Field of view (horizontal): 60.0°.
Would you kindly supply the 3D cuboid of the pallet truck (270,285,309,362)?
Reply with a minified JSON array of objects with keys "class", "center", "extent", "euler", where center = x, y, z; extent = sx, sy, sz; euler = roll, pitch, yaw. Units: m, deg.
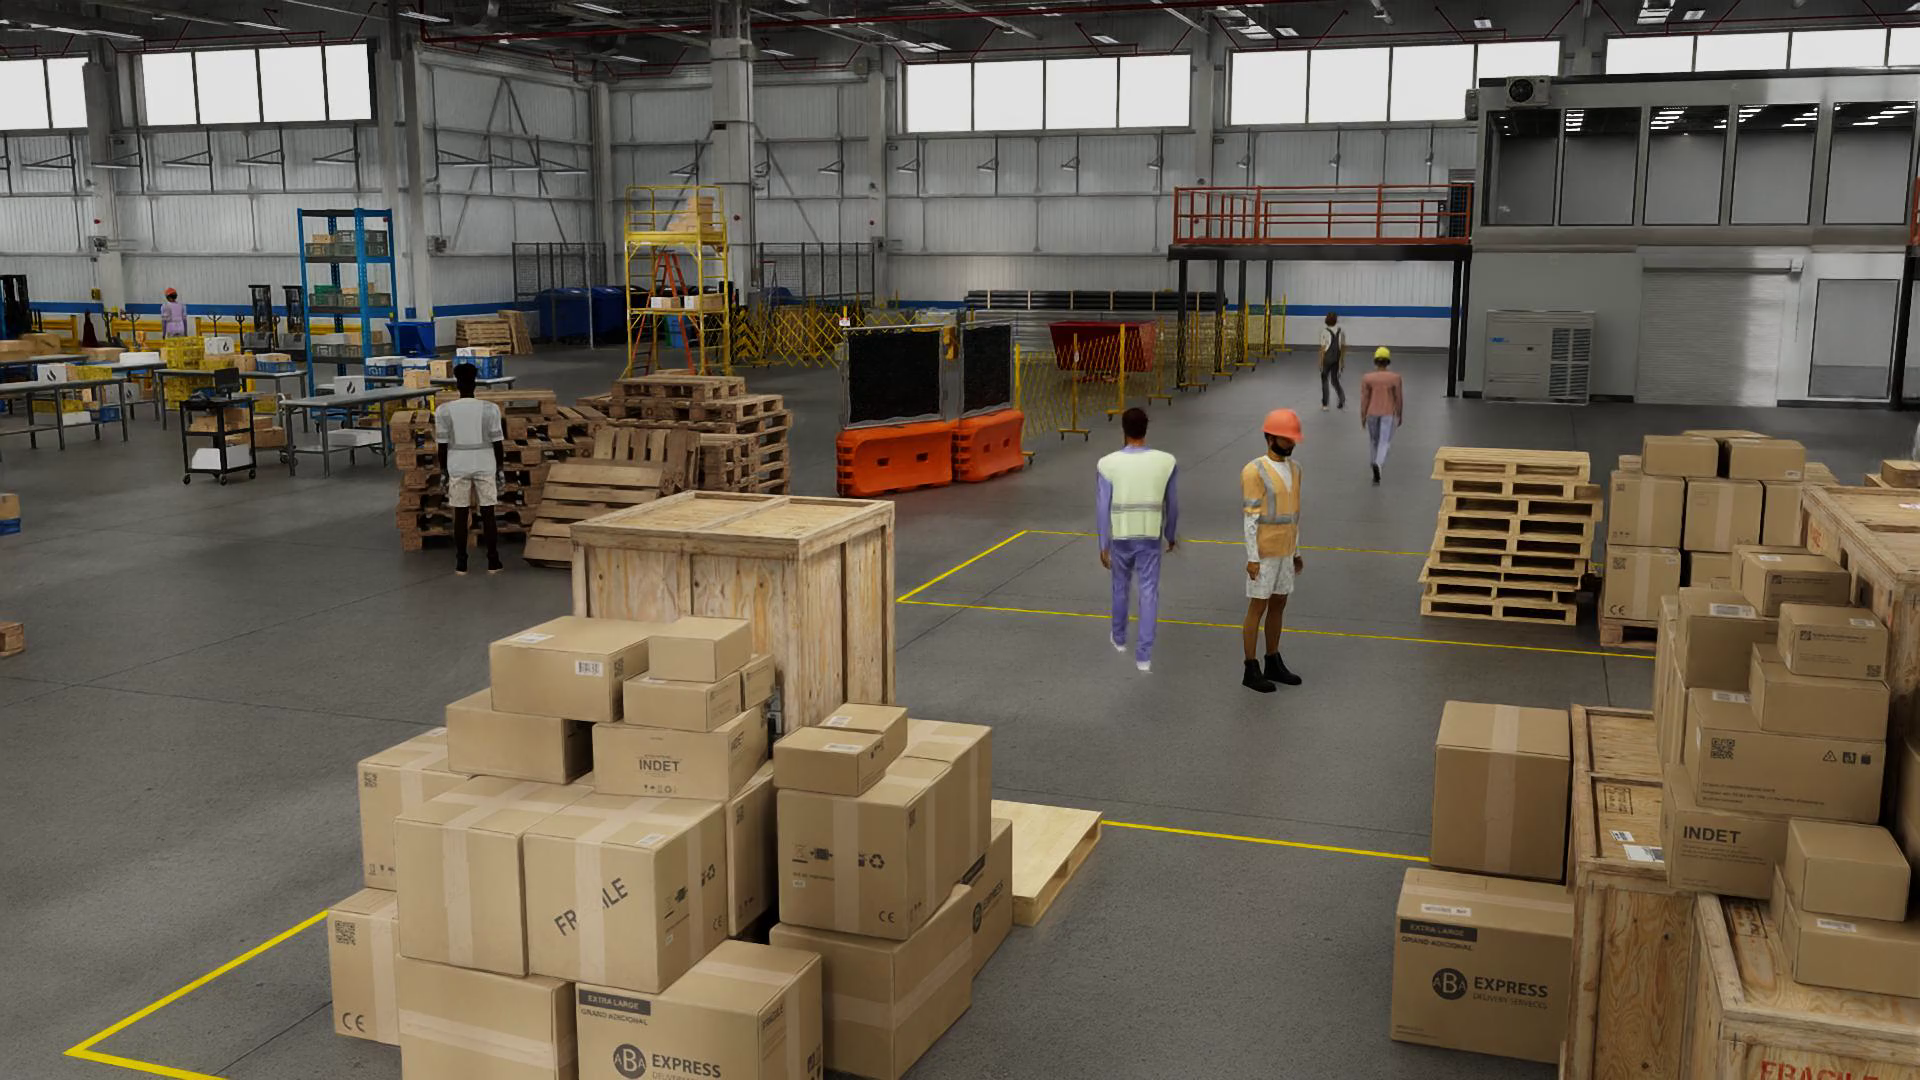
[{"class":"pallet truck","center":[-17.147,-5.700,43.663],"extent":[0.823,1.965,1.885],"euler":[3,11,17]}]

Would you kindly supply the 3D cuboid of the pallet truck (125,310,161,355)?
[{"class":"pallet truck","center":[-22.038,-5.665,45.457],"extent":[0.704,1.261,1.522],"euler":[3,11,17]}]

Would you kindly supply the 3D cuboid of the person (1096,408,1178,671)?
[{"class":"person","center":[1.283,-0.026,12.095],"extent":[0.596,1.865,1.022],"euler":[1,10,4]}]

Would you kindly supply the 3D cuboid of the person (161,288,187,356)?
[{"class":"person","center":[-18.511,-4.920,39.176],"extent":[0.406,2.034,0.608],"euler":[7,12,34]}]

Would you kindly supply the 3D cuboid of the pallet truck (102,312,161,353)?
[{"class":"pallet truck","center":[-23.057,-5.777,46.261],"extent":[0.680,1.201,1.601],"euler":[3,11,19]}]

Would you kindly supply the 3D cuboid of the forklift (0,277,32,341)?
[{"class":"forklift","center":[-27.151,-6.329,46.328],"extent":[1.157,1.987,2.680],"euler":[3,11,17]}]

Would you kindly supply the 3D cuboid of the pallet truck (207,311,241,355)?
[{"class":"pallet truck","center":[-19.537,-5.575,44.913],"extent":[0.653,1.274,1.630],"euler":[3,11,19]}]

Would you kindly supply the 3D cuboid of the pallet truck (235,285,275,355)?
[{"class":"pallet truck","center":[-18.327,-5.835,44.421],"extent":[0.823,1.965,1.885],"euler":[4,11,23]}]

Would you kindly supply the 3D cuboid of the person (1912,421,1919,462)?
[{"class":"person","center":[8.744,-0.525,15.066],"extent":[1.001,1.823,0.520],"euler":[6,11,28]}]

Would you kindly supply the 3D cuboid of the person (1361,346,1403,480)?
[{"class":"person","center":[5.367,-1.604,21.271],"extent":[0.531,1.751,0.619],"euler":[6,11,29]}]

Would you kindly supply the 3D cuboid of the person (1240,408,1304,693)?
[{"class":"person","center":[2.155,0.063,11.373],"extent":[0.544,1.938,0.355],"euler":[-9,13,-40]}]

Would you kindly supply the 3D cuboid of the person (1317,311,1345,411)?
[{"class":"person","center":[6.784,-3.249,30.342],"extent":[0.505,1.832,0.500],"euler":[-3,11,-17]}]

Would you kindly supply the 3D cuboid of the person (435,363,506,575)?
[{"class":"person","center":[-4.494,-0.650,15.311],"extent":[0.607,1.966,0.367],"euler":[-2,10,-13]}]
